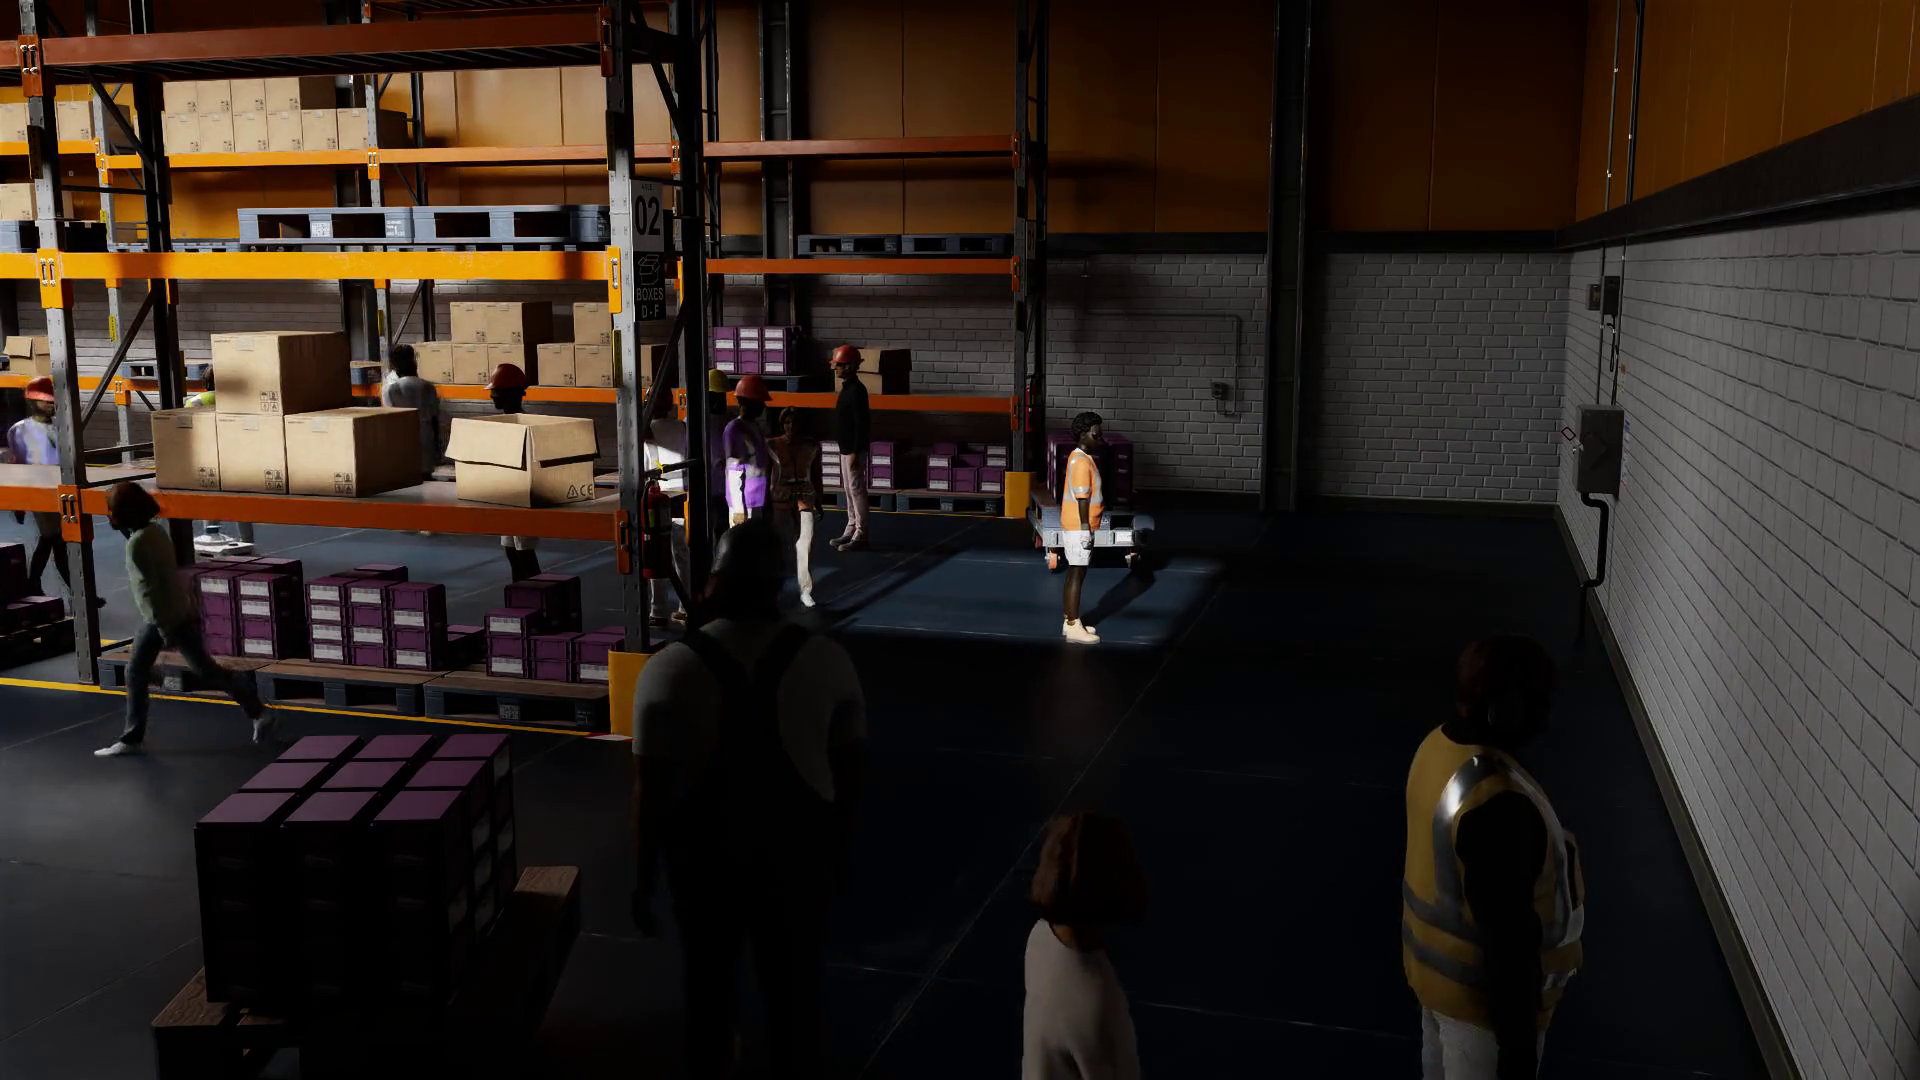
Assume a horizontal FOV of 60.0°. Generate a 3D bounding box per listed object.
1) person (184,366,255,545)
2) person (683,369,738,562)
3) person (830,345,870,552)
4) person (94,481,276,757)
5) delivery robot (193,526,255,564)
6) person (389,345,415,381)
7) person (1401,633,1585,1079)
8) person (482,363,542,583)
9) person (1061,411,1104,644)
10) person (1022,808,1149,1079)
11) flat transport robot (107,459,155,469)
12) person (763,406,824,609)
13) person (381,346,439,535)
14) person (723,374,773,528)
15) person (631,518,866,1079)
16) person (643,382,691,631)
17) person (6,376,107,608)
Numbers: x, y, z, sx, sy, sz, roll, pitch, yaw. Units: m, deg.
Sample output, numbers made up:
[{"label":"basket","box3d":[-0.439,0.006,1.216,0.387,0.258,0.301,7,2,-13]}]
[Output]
[{"label":"person","box3d":[-6.912,-0.715,15.577,0.621,1.835,0.430,-7,11,-35]},{"label":"person","box3d":[-1.973,-0.416,13.448,0.366,1.927,0.585,7,12,37]},{"label":"person","box3d":[-1.061,-0.886,16.098,0.380,1.996,0.608,-3,10,-16]},{"label":"person","box3d":[-4.380,0.437,9.342,0.915,1.572,0.520,-1,9,-5]},{"label":"delivery robot","box3d":[-6.302,0.122,14.051,0.707,0.478,0.477,5,11,29]},{"label":"person","box3d":[-6.321,-1.334,19.284,0.770,1.841,0.561,-1,9,-8]},{"label":"person","box3d":[1.340,1.141,4.218,0.429,1.843,0.627,0,9,1]},{"label":"person","box3d":[-3.283,-0.275,12.231,0.374,2.044,0.607,-7,11,-36]},{"label":"person","box3d":[0.898,-0.099,12.200,0.318,1.698,0.539,0,9,1]},{"label":"person","box3d":[0.310,1.360,3.561,0.382,1.607,0.530,-1,9,-8]},{"label":"flat transport robot","box3d":[-10.478,-0.866,21.221,0.652,0.197,1.431,0,9,3]},{"label":"person","box3d":[-1.349,-0.261,13.377,0.523,1.638,0.310,-3,10,-17]},{"label":"person","box3d":[-5.689,-1.023,17.122,0.653,1.928,0.814,-9,13,-44]},{"label":"person","box3d":[-1.592,-0.297,12.699,0.376,1.932,0.551,2,10,12]},{"label":"person","box3d":[-0.639,0.905,5.050,0.725,2.000,1.039,-2,9,-10]},{"label":"person","box3d":[-2.244,-0.254,12.591,0.584,1.882,0.337,-9,13,-44]},{"label":"person","box3d":[-7.217,-0.361,13.237,0.995,1.883,0.565,4,10,21]}]
